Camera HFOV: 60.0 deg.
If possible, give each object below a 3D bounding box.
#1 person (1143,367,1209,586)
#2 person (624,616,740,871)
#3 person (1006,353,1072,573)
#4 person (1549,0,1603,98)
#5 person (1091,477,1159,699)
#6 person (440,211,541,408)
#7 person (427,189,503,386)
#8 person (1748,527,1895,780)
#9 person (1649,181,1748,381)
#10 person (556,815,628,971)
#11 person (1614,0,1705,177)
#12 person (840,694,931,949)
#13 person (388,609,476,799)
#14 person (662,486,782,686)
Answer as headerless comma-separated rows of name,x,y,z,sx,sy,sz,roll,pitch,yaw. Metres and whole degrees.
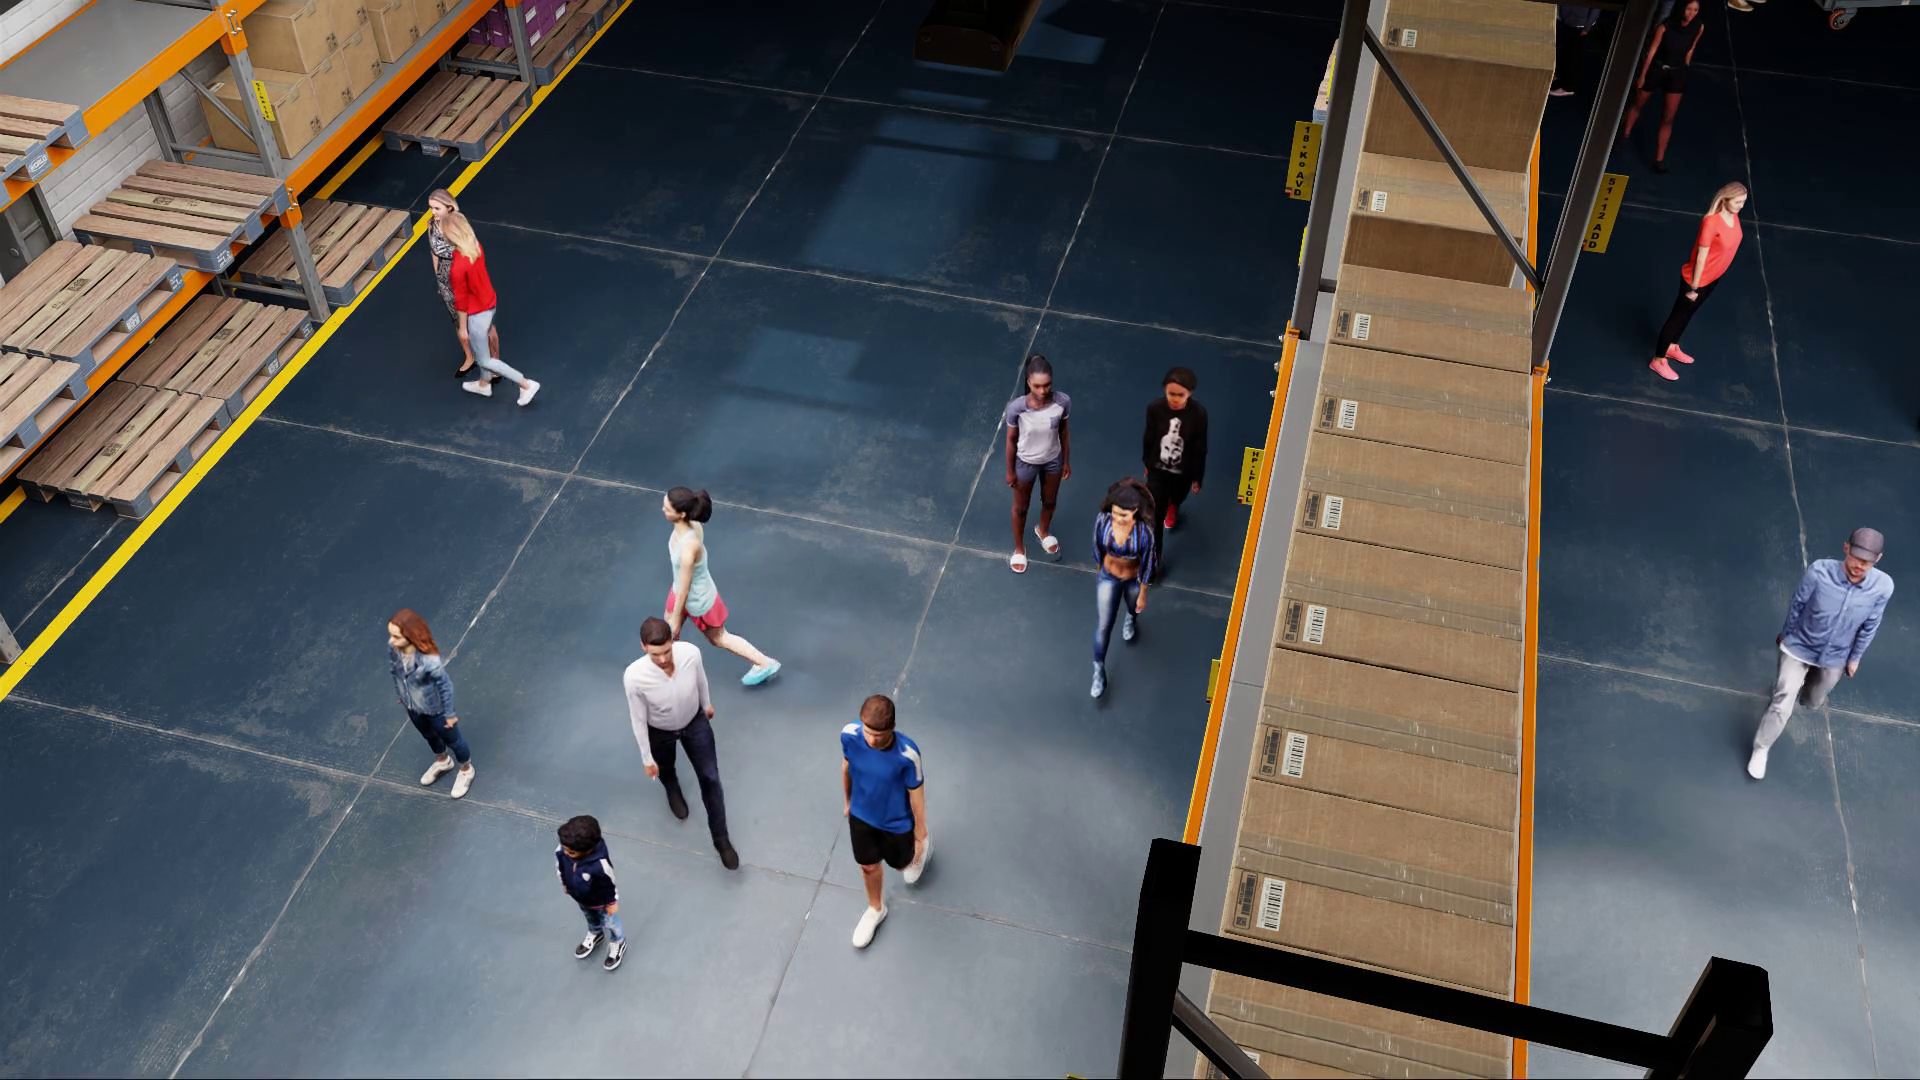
person,1.479,-0.548,11.467,0.638,1.644,1.068,7,44,7
person,-1.699,1.009,9.697,1.098,1.830,1.203,-19,47,-18
person,0.533,-0.547,11.396,0.745,1.741,0.787,-10,45,-11
person,6.105,-5.152,16.333,0.762,1.598,0.635,4,44,4
person,1.082,0.200,10.730,0.602,1.577,1.031,11,45,12
person,-3.615,-1.705,12.654,0.789,1.682,0.908,5,44,5
person,-3.862,-1.992,12.938,0.572,1.705,0.499,13,45,13
person,5.222,0.604,10.094,0.695,1.870,1.023,15,46,15
person,5.785,-2.060,13.017,0.736,1.694,0.624,33,53,30
person,-2.030,1.917,9.184,0.552,1.224,0.538,19,47,19
person,6.463,-4.294,15.356,0.764,1.702,1.065,3,44,4
person,-0.373,1.443,9.224,0.762,1.855,1.055,17,46,17
person,-3.193,0.967,9.998,0.611,1.476,0.557,19,47,19
person,-1.575,0.373,10.442,1.042,1.724,1.179,-11,45,-11
